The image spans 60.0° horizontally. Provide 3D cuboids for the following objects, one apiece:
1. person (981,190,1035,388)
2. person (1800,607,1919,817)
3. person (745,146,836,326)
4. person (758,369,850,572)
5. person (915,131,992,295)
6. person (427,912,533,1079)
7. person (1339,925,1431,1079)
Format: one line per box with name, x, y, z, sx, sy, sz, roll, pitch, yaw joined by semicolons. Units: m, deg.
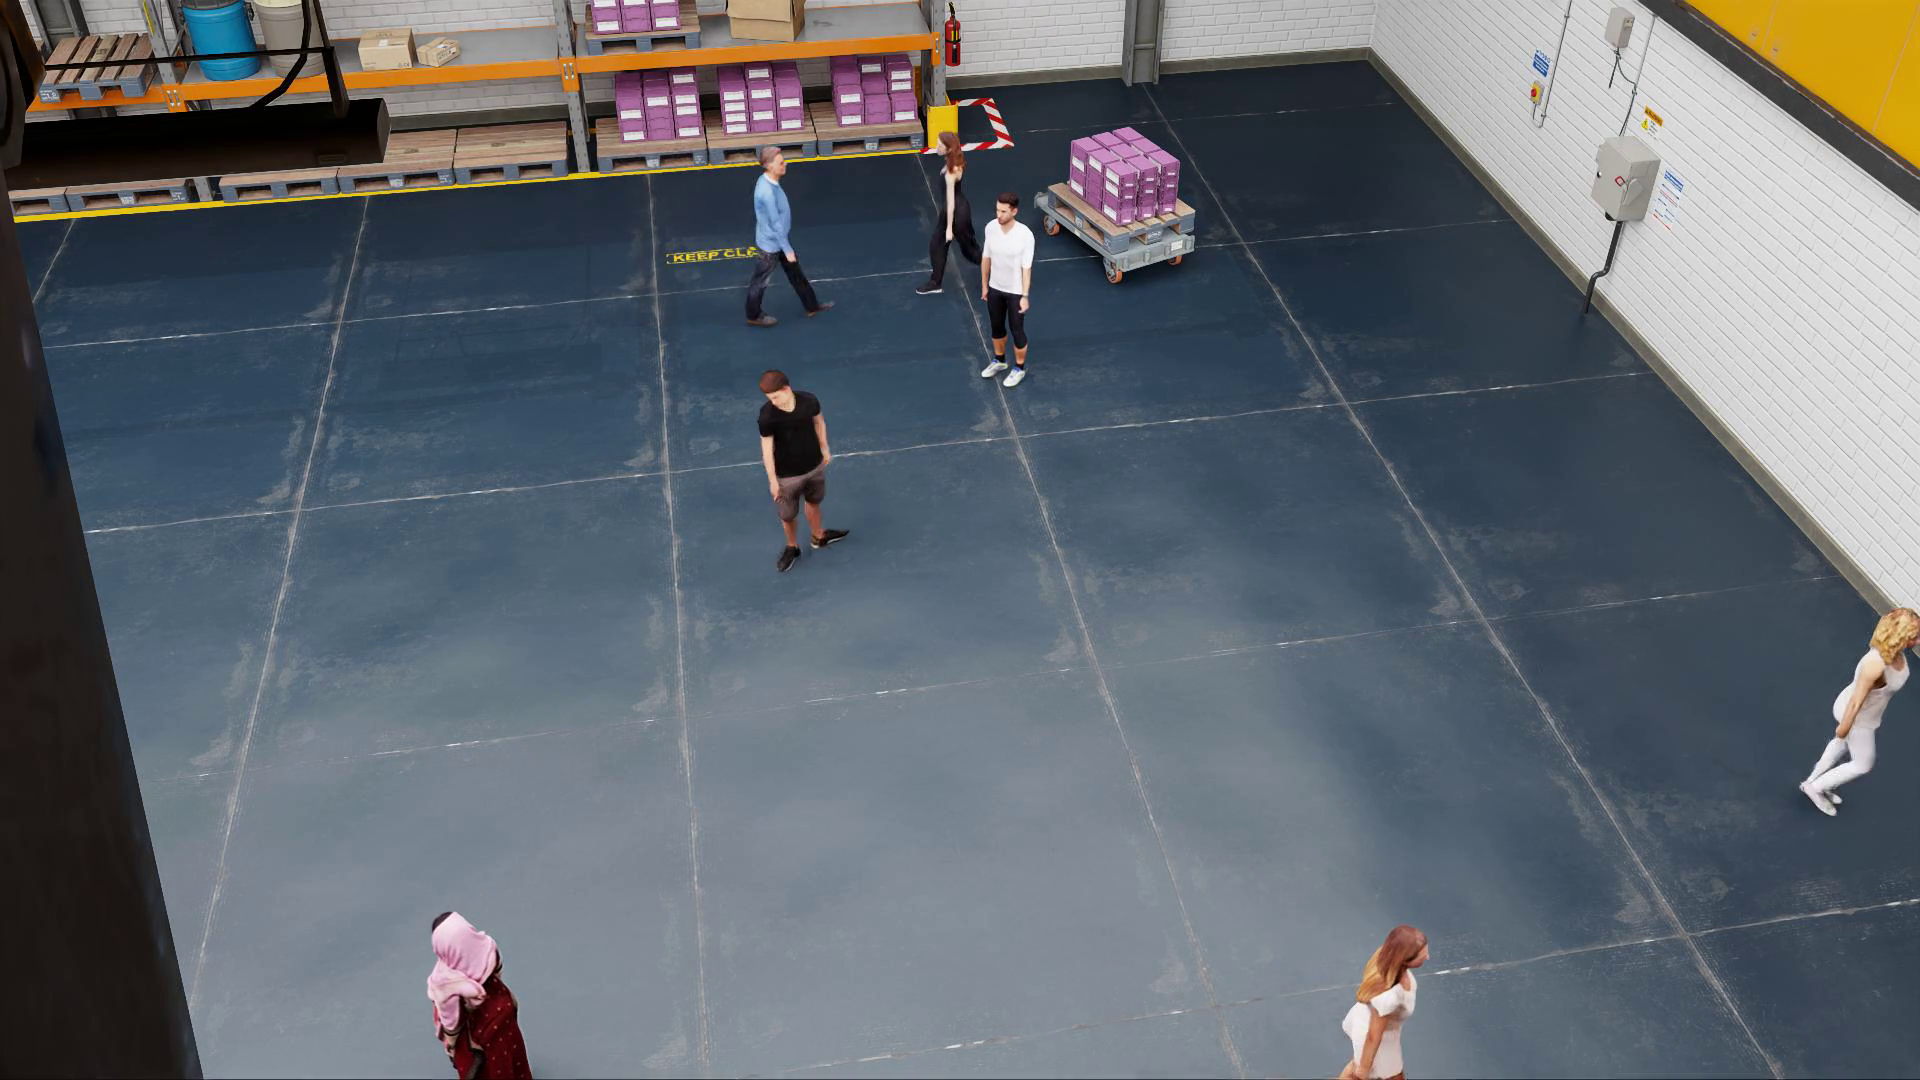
person;0.431;-2.227;14.620;0.725;1.848;0.795;22;43;25
person;5.699;1.054;10.663;0.763;1.658;0.704;24;44;27
person;-1.822;-2.761;15.348;1.124;1.773;0.788;1;39;1
person;-1.190;-0.604;12.608;0.695;1.823;0.992;-30;48;-32
person;0.066;-3.063;15.791;1.121;1.693;0.622;-3;39;-4
person;-2.559;2.533;8.827;0.789;1.639;0.761;16;41;19
person;2.104;2.577;8.736;0.753;1.683;0.715;10;40;13
